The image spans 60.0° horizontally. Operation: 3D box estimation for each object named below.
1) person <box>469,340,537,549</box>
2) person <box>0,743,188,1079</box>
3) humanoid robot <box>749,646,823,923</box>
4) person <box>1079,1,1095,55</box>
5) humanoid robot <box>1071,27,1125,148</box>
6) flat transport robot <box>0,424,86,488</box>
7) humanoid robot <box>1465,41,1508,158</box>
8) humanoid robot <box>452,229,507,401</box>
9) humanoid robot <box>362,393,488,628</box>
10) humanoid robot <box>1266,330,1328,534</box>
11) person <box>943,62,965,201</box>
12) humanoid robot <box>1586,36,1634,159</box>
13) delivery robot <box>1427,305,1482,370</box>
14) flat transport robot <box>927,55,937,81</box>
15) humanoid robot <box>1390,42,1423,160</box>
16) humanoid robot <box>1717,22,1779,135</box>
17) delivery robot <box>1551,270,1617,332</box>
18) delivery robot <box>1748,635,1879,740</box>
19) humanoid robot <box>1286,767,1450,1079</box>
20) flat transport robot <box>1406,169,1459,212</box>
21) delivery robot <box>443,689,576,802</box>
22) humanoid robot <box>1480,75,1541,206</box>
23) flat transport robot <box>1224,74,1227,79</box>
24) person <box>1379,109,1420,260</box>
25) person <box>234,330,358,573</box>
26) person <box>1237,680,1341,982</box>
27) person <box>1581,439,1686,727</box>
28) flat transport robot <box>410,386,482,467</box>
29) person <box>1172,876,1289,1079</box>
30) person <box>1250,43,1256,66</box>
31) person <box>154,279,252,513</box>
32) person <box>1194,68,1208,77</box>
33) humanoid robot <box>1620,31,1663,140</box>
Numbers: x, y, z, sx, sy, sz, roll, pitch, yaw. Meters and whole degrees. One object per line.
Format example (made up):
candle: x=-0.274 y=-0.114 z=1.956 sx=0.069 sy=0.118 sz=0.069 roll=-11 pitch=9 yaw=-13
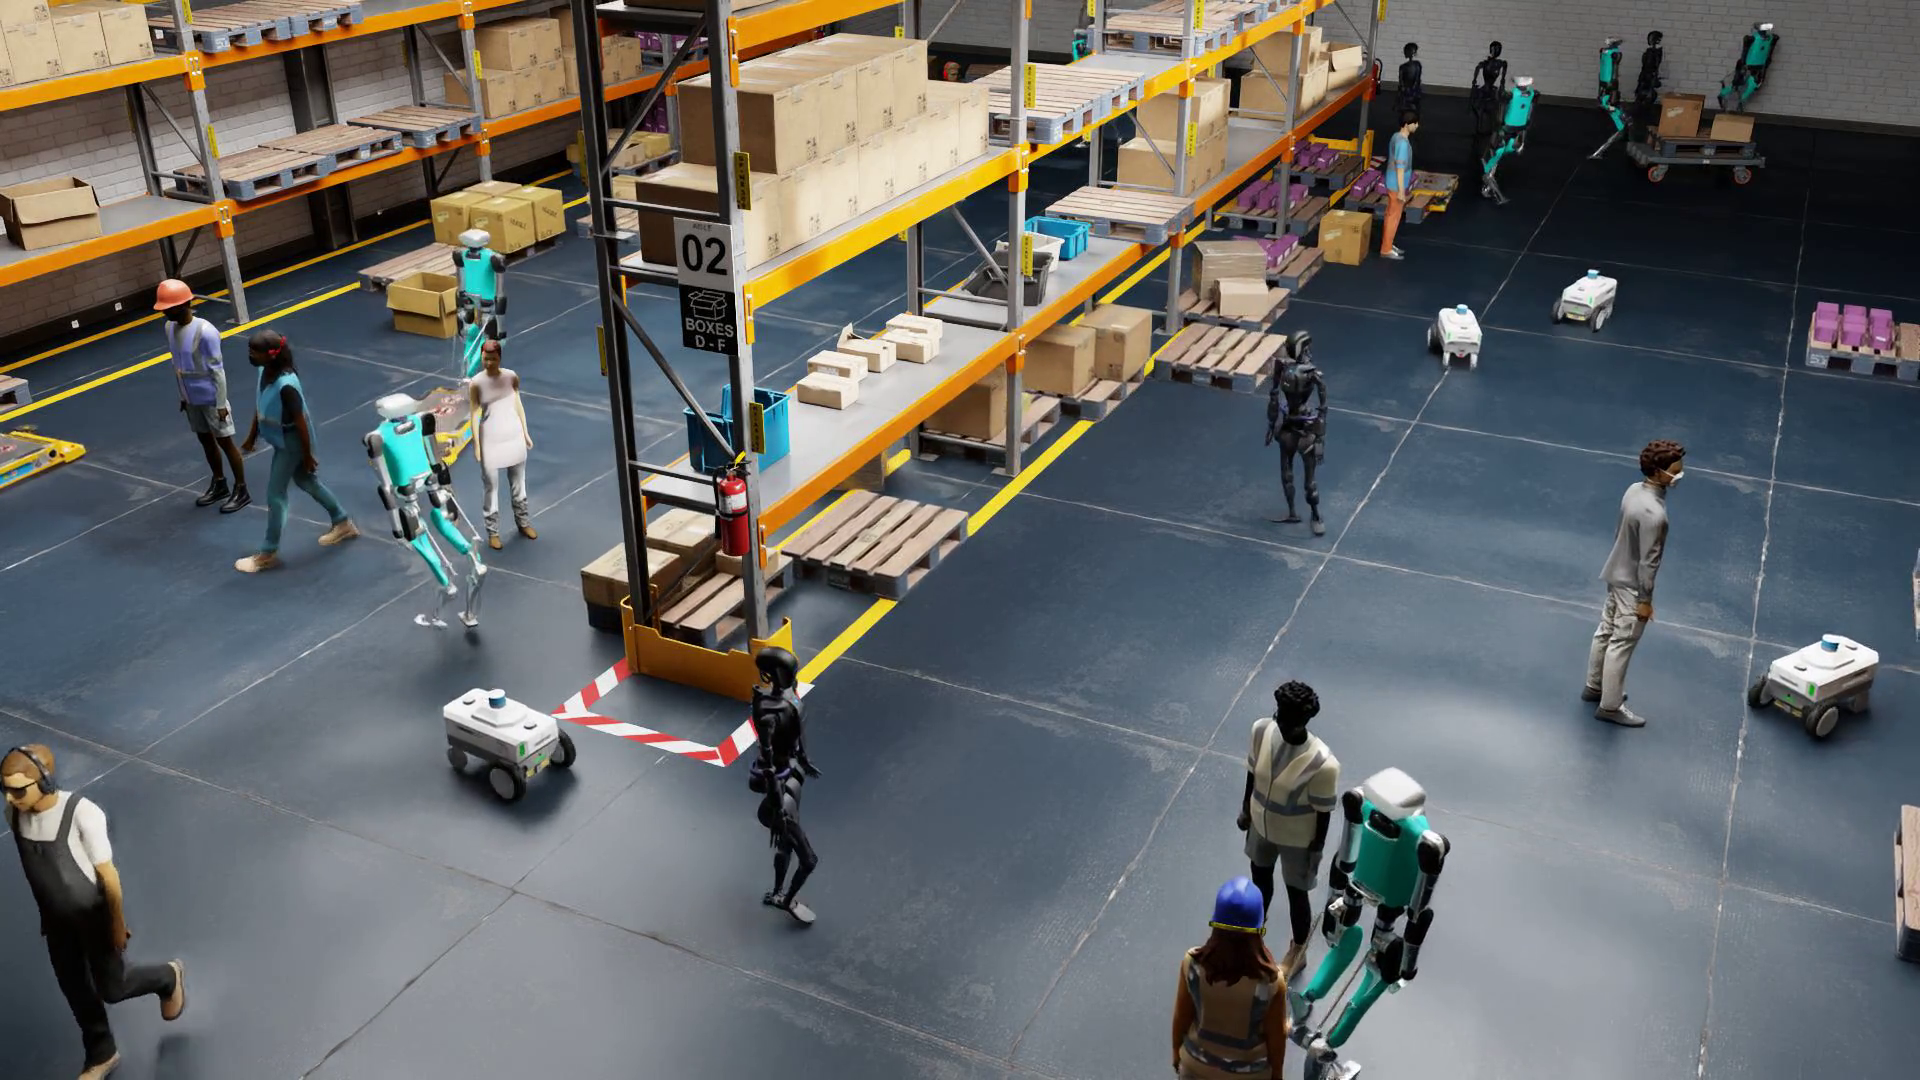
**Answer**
person: x=-3.506 y=-0.746 z=12.715 sx=0.459 sy=1.656 sz=0.270 roll=-18 pitch=32 yaw=-32
person: x=-4.005 y=1.672 z=7.638 sx=0.515 sy=1.829 sz=0.598 roll=6 pitch=27 yaw=12
humanoid robot: x=-0.902 y=1.260 z=8.646 sx=0.360 sy=1.652 sz=0.606 roll=4 pitch=27 yaw=8
person: x=2.229 y=-8.325 z=27.879 sx=0.882 sy=1.790 sz=0.514 roll=-1 pitch=26 yaw=-1
humanoid robot: x=2.092 y=-6.643 z=24.580 sx=0.933 sy=1.797 sz=0.560 roll=0 pitch=26 yaw=0
flat transport robot: x=-8.185 y=-0.590 z=13.969 sx=0.659 sy=0.231 sz=1.431 roll=10 pitch=28 yaw=20
humanoid robot: x=7.606 y=-6.427 z=24.177 sx=0.610 sy=1.638 sz=0.461 roll=-8 pitch=28 yaw=-16
humanoid robot: x=-4.366 y=-1.787 z=14.808 sx=0.542 sy=1.842 sz=0.760 roll=11 pitch=28 yaw=22
humanoid robot: x=-3.557 y=-0.097 z=11.329 sx=0.899 sy=1.766 sz=0.559 roll=18 pitch=32 yaw=32
humanoid robot: x=2.647 y=-0.853 z=12.915 sx=0.374 sy=1.643 sz=0.596 roll=-19 pitch=32 yaw=-34
person: x=-0.153 y=-5.321 z=21.754 sx=0.393 sy=1.841 sz=0.562 roll=13 pitch=29 yaw=25
humanoid robot: x=9.616 y=-6.361 z=23.988 sx=0.944 sy=1.773 sz=0.550 roll=-2 pitch=26 yaw=-3
delivery robot: x=4.975 y=-2.053 z=16.606 sx=0.499 sy=0.597 sz=0.798 roll=4 pitch=27 yaw=7
flat transport robot: x=-0.986 y=-6.883 z=26.682 sx=0.659 sy=0.231 sz=1.431 roll=5 pitch=27 yaw=9
humanoid robot: x=6.521 y=-6.313 z=23.948 sx=0.610 sy=1.634 sz=0.578 roll=-23 pitch=34 yaw=-38
humanoid robot: x=11.901 y=-7.035 z=25.319 sx=0.547 sy=1.743 sz=0.896 roll=-5 pitch=27 yaw=-9
delivery robot: x=6.658 y=-2.562 z=17.621 sx=0.499 sy=0.586 sz=0.783 roll=21 pitch=33 yaw=36
delivery robot: x=5.500 y=0.902 z=10.654 sx=0.816 sy=0.613 sz=0.499 roll=-14 pitch=30 yaw=-27
humanoid robot: x=1.652 y=1.914 z=7.357 sx=0.787 sy=1.880 sz=0.550 roll=-18 pitch=32 yaw=-33
flat transport robot: x=6.239 y=-4.664 z=22.199 sx=0.659 sy=0.231 sz=1.431 roll=10 pitch=28 yaw=19
delivery robot: x=-2.762 y=1.175 z=10.055 sx=0.753 sy=0.570 sz=0.499 roll=16 pitch=30 yaw=28
humanoid robot: x=7.043 y=-5.212 z=21.654 sx=0.540 sy=1.734 sz=0.979 roll=-7 pitch=27 yaw=-14
flat transport robot: x=3.657 y=-7.456 z=27.838 sx=1.431 sy=0.231 sz=0.659 roll=21 pitch=33 yaw=36
person: x=5.152 y=-4.171 z=19.526 sx=0.331 sy=1.758 sz=0.506 roll=4 pitch=27 yaw=8
person: x=-5.087 y=-0.708 z=12.467 sx=0.960 sy=1.821 sz=0.523 roll=-18 pitch=32 yaw=-32
person: x=1.616 y=1.432 z=8.284 sx=0.319 sy=1.693 sz=0.535 roll=-20 pitch=32 yaw=-34
person: x=4.206 y=0.255 z=10.428 sx=0.397 sy=1.899 sz=0.530 roll=2 pitch=26 yaw=3
flat transport robot: x=-4.635 y=-1.019 z=14.836 sx=0.659 sy=0.231 sz=1.431 roll=2 pitch=26 yaw=5
person: x=1.086 y=2.133 z=6.777 sx=0.463 sy=1.776 sz=0.331 roll=11 pitch=28 yaw=21
person: x=4.898 y=-7.699 z=26.522 sx=0.551 sy=1.877 sz=0.411 roll=23 pitch=35 yaw=39
person: x=-6.045 y=-1.144 z=13.225 sx=0.542 sy=1.929 sz=0.386 roll=13 pitch=29 yaw=24
person: x=3.106 y=-5.211 z=21.469 sx=0.650 sy=1.888 sz=0.569 roll=14 pitch=29 yaw=25
humanoid robot: x=10.391 y=-6.800 z=24.991 sx=0.737 sy=1.654 sz=0.612 roll=1 pitch=26 yaw=1
